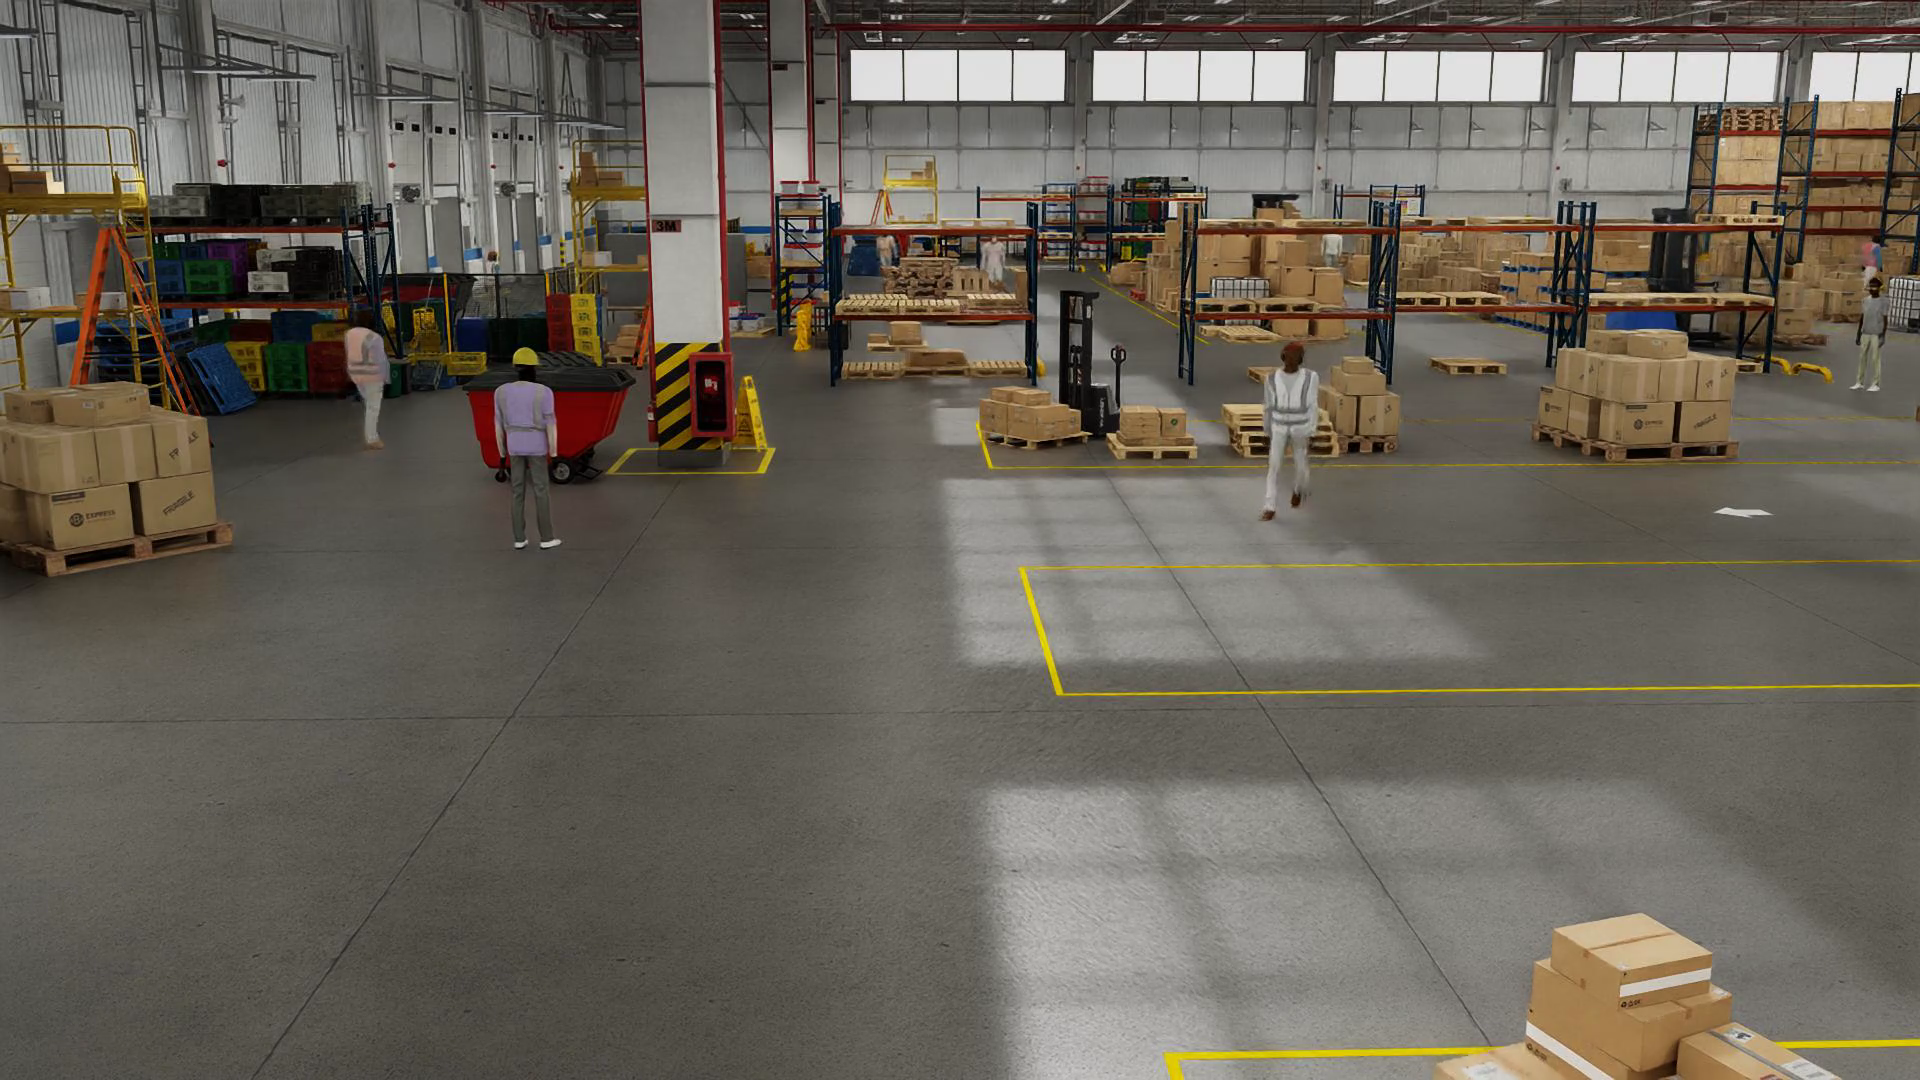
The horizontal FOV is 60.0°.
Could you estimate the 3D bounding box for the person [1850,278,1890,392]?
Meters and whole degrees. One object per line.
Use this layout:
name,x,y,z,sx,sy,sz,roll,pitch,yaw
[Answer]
person,14.916,-3.356,27.214,0.333,1.861,0.501,-6,14,-27

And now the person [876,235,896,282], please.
person,-2.334,-9.028,52.773,0.606,1.887,0.922,0,12,2

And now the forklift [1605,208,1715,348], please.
forklift,14.290,-5.332,33.794,1.873,2.768,1.129,0,12,-2

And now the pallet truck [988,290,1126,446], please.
pallet truck,1.257,-2.299,22.111,1.885,1.965,0.823,-9,15,-35

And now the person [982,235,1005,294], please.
person,0.947,-7.529,45.883,0.654,1.923,0.590,-2,13,-9

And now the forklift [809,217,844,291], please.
forklift,-4.375,-8.619,48.637,1.873,2.768,1.129,0,12,-2

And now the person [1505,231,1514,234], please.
person,17.804,-9.302,53.931,0.564,1.912,0.672,-1,13,-4

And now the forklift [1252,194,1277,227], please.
forklift,10.004,-10.032,55.017,1.873,2.768,1.129,-6,14,-25

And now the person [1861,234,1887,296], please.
person,26.145,-7.820,47.504,0.955,1.791,0.651,0,12,2

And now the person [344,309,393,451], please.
person,-7.581,-2.078,21.513,0.653,1.821,0.583,7,14,30

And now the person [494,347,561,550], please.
person,-4.101,-0.862,15.792,0.590,1.923,0.383,1,13,5

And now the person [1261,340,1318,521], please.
person,3.429,-1.150,17.263,0.606,1.868,0.737,5,13,20

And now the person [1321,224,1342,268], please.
person,11.933,-9.186,53.379,0.638,1.918,0.664,0,12,0

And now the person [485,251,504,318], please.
person,-11.470,-6.268,40.867,0.517,1.633,0.313,11,16,40
